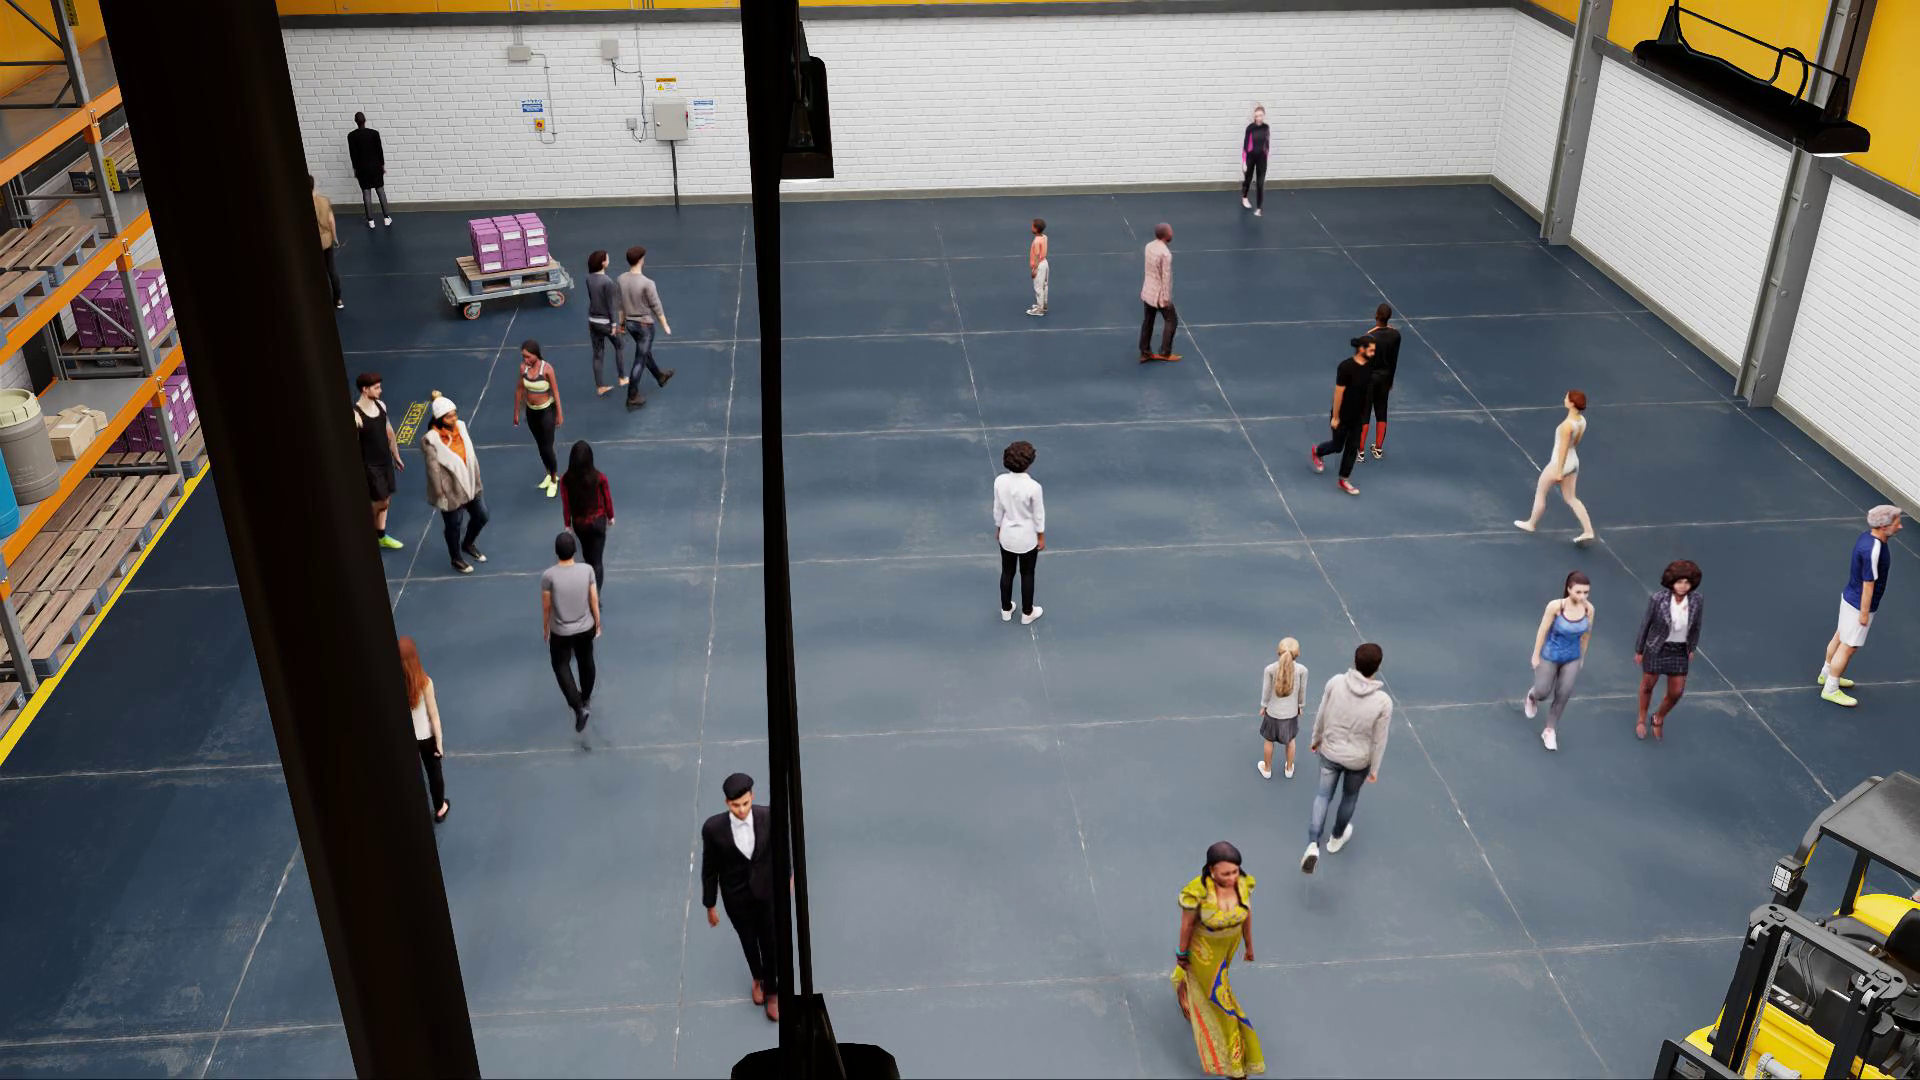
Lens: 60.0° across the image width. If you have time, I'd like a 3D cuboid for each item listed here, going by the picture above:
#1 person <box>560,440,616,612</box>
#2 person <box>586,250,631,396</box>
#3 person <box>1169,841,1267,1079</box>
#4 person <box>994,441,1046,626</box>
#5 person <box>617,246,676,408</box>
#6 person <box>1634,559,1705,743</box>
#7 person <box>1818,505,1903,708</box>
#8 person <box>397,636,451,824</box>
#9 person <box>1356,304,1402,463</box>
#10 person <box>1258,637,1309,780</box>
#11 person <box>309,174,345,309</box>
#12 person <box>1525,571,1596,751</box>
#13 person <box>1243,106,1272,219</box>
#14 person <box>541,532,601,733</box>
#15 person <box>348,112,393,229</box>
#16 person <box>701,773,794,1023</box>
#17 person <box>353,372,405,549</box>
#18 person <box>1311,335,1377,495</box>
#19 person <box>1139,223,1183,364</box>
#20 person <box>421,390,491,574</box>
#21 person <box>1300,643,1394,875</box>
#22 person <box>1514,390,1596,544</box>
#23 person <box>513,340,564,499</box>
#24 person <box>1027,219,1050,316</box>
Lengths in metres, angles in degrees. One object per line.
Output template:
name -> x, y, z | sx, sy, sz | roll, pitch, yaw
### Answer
person -> -3.423, -0.086, 15.381 | 0.609, 1.614, 1.047 | -1, 29, -3
person -> -4.299, -2.555, 19.771 | 0.829, 1.745, 0.934 | 13, 31, 23
person -> 1.565, 2.551, 10.557 | 1.073, 1.604, 1.416 | -15, 32, -25
person -> 0.537, -0.068, 15.144 | 0.723, 1.810, 0.735 | 12, 31, 20
person -> -3.793, -2.448, 19.461 | 1.162, 1.854, 1.310 | 16, 33, 27
person -> 5.730, 0.873, 13.545 | 0.704, 1.687, 0.666 | 4, 29, 8
person -> 7.602, 0.513, 14.048 | 0.779, 1.839, 0.652 | 10, 30, 18
person -> -4.075, 1.511, 12.356 | 0.623, 1.707, 0.967 | 0, 29, 1
person -> 4.543, -1.734, 18.199 | 0.652, 1.808, 0.583 | -7, 29, -13
person -> 2.550, 1.321, 13.156 | 0.523, 1.275, 0.543 | 1, 29, 2
person -> -8.588, -3.976, 22.278 | 0.862, 1.839, 0.902 | -26, 38, -38
person -> 4.855, 0.929, 13.533 | 0.624, 1.601, 0.806 | -2, 29, -3
person -> 4.618, -5.947, 26.050 | 0.661, 1.687, 1.171 | -2, 29, -5
person -> -3.187, 0.758, 13.703 | 0.865, 1.739, 1.062 | -14, 32, -25
person -> -9.060, -5.686, 25.493 | 0.709, 1.762, 0.673 | -13, 31, -22
person -> -1.362, 2.234, 10.862 | 0.736, 1.869, 0.695 | -3, 29, -5
person -> -5.828, -0.776, 16.379 | 0.872, 1.869, 0.798 | 12, 31, 20
person -> 4.056, -1.362, 17.605 | 0.931, 1.723, 1.092 | -17, 33, -28
person -> 2.378, -3.030, 20.591 | 0.912, 1.793, 0.825 | -14, 32, -24
person -> -4.923, -0.575, 16.001 | 0.887, 1.878, 0.801 | 16, 33, 27
person -> 2.761, 1.613, 12.046 | 1.072, 1.825, 1.223 | 12, 31, 20
person -> 6.069, -0.691, 16.493 | 0.972, 1.611, 1.091 | -24, 37, -37
person -> -4.387, -1.350, 17.570 | 0.749, 1.736, 0.802 | 10, 30, 18
person -> 1.073, -3.666, 22.263 | 0.621, 1.309, 0.527 | 12, 31, 21
